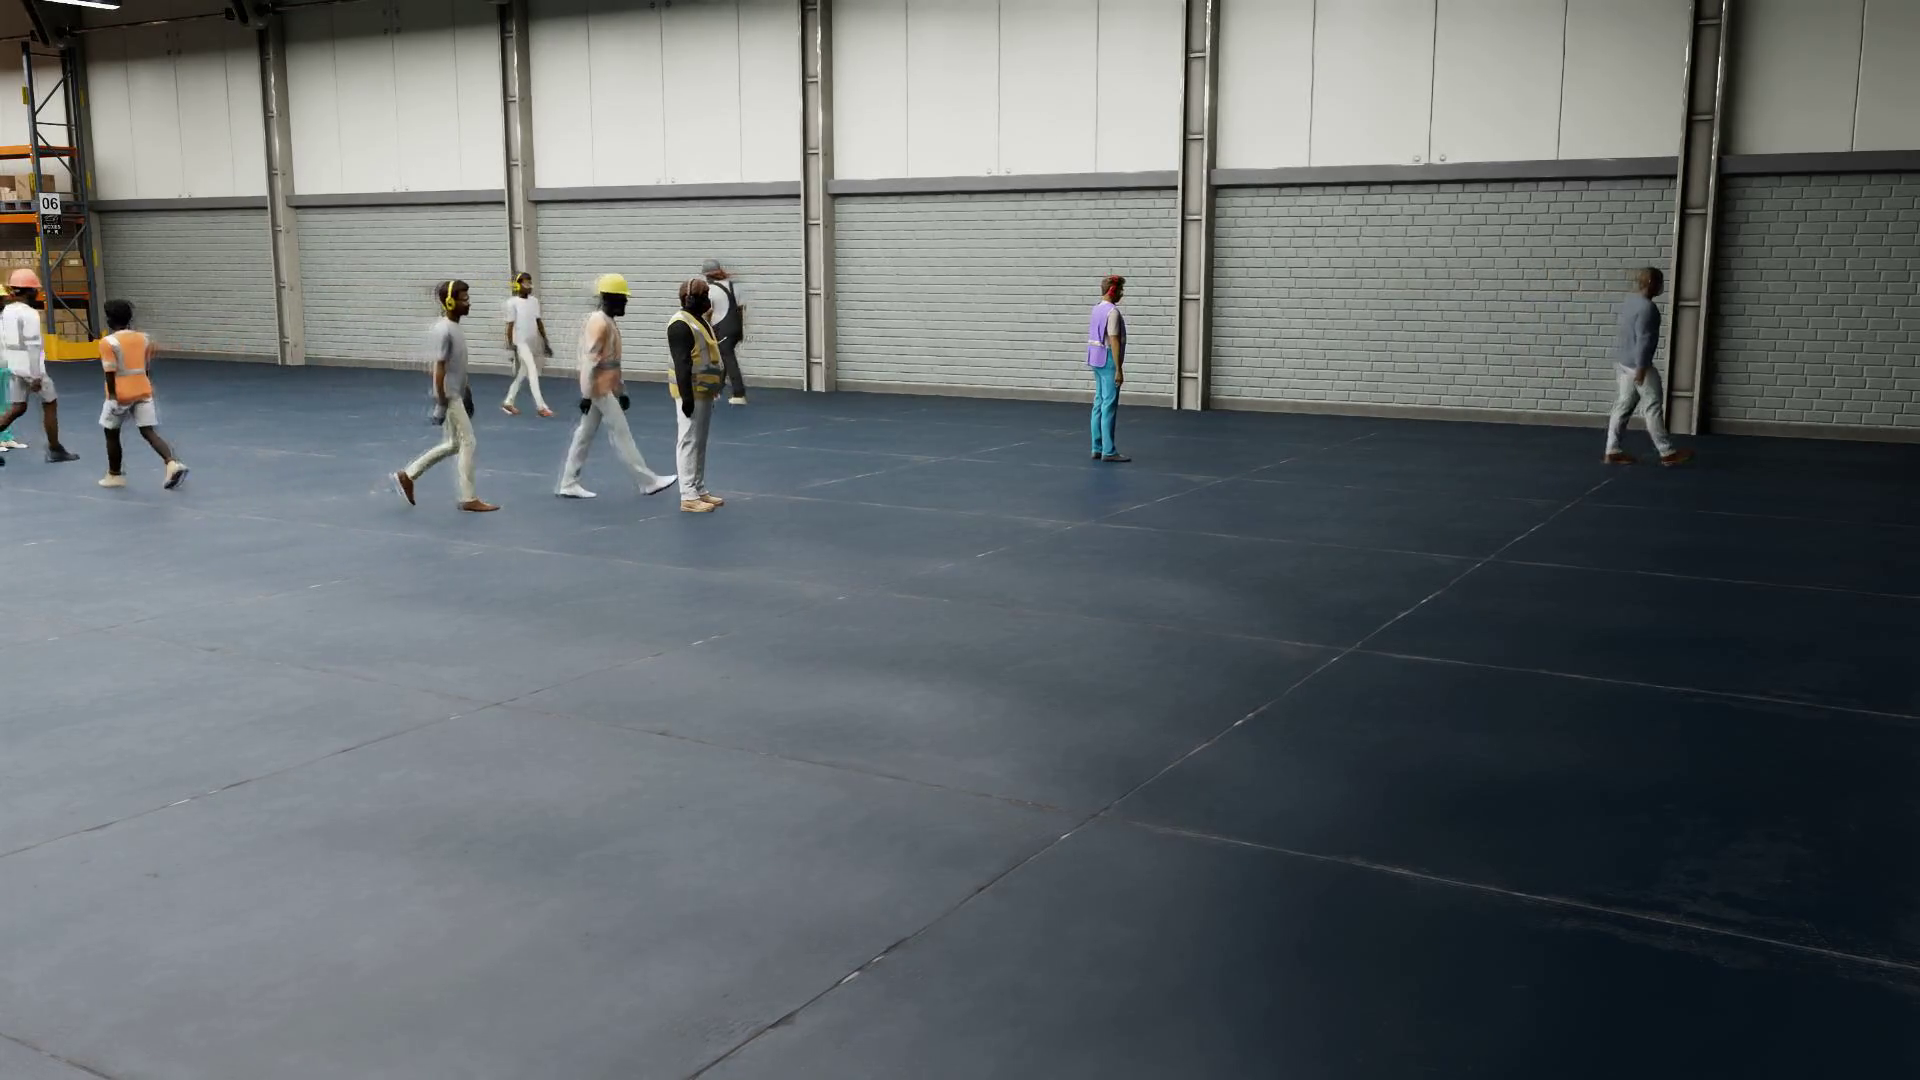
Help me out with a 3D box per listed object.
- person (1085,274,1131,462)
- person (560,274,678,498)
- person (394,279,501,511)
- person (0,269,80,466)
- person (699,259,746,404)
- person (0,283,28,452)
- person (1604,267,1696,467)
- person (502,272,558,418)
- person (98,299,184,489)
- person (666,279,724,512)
[{"bbox_3d":[1.452,-1.692,16.423,0.389,1.842,0.566,-3,10,-17],"label":"person"},{"bbox_3d":[-2.888,-1.269,13.839,1.001,1.868,0.597,-1,10,-8],"label":"person"},{"bbox_3d":[-4.086,-1.129,13.127,0.754,1.847,0.518,-2,10,-10],"label":"person"},{"bbox_3d":[-9.102,-1.664,16.102,0.555,1.909,0.884,6,11,31],"label":"person"},{"bbox_3d":[-3.314,-2.883,22.821,0.922,2.000,0.714,5,11,25],"label":"person"},{"bbox_3d":[-9.986,-1.803,17.297,0.313,1.768,0.533,1,10,4],"label":"person"},{"bbox_3d":[6.672,-1.661,16.038,0.825,1.907,0.657,1,10,7],"label":"person"},{"bbox_3d":[-5.491,-2.466,21.034,0.962,1.830,0.535,4,11,25],"label":"person"},{"bbox_3d":[-7.153,-1.261,14.403,0.807,1.662,0.528,4,10,22],"label":"person"},{"bbox_3d":[-2.095,-1.152,13.267,0.429,1.845,0.621,1,10,6],"label":"person"}]
